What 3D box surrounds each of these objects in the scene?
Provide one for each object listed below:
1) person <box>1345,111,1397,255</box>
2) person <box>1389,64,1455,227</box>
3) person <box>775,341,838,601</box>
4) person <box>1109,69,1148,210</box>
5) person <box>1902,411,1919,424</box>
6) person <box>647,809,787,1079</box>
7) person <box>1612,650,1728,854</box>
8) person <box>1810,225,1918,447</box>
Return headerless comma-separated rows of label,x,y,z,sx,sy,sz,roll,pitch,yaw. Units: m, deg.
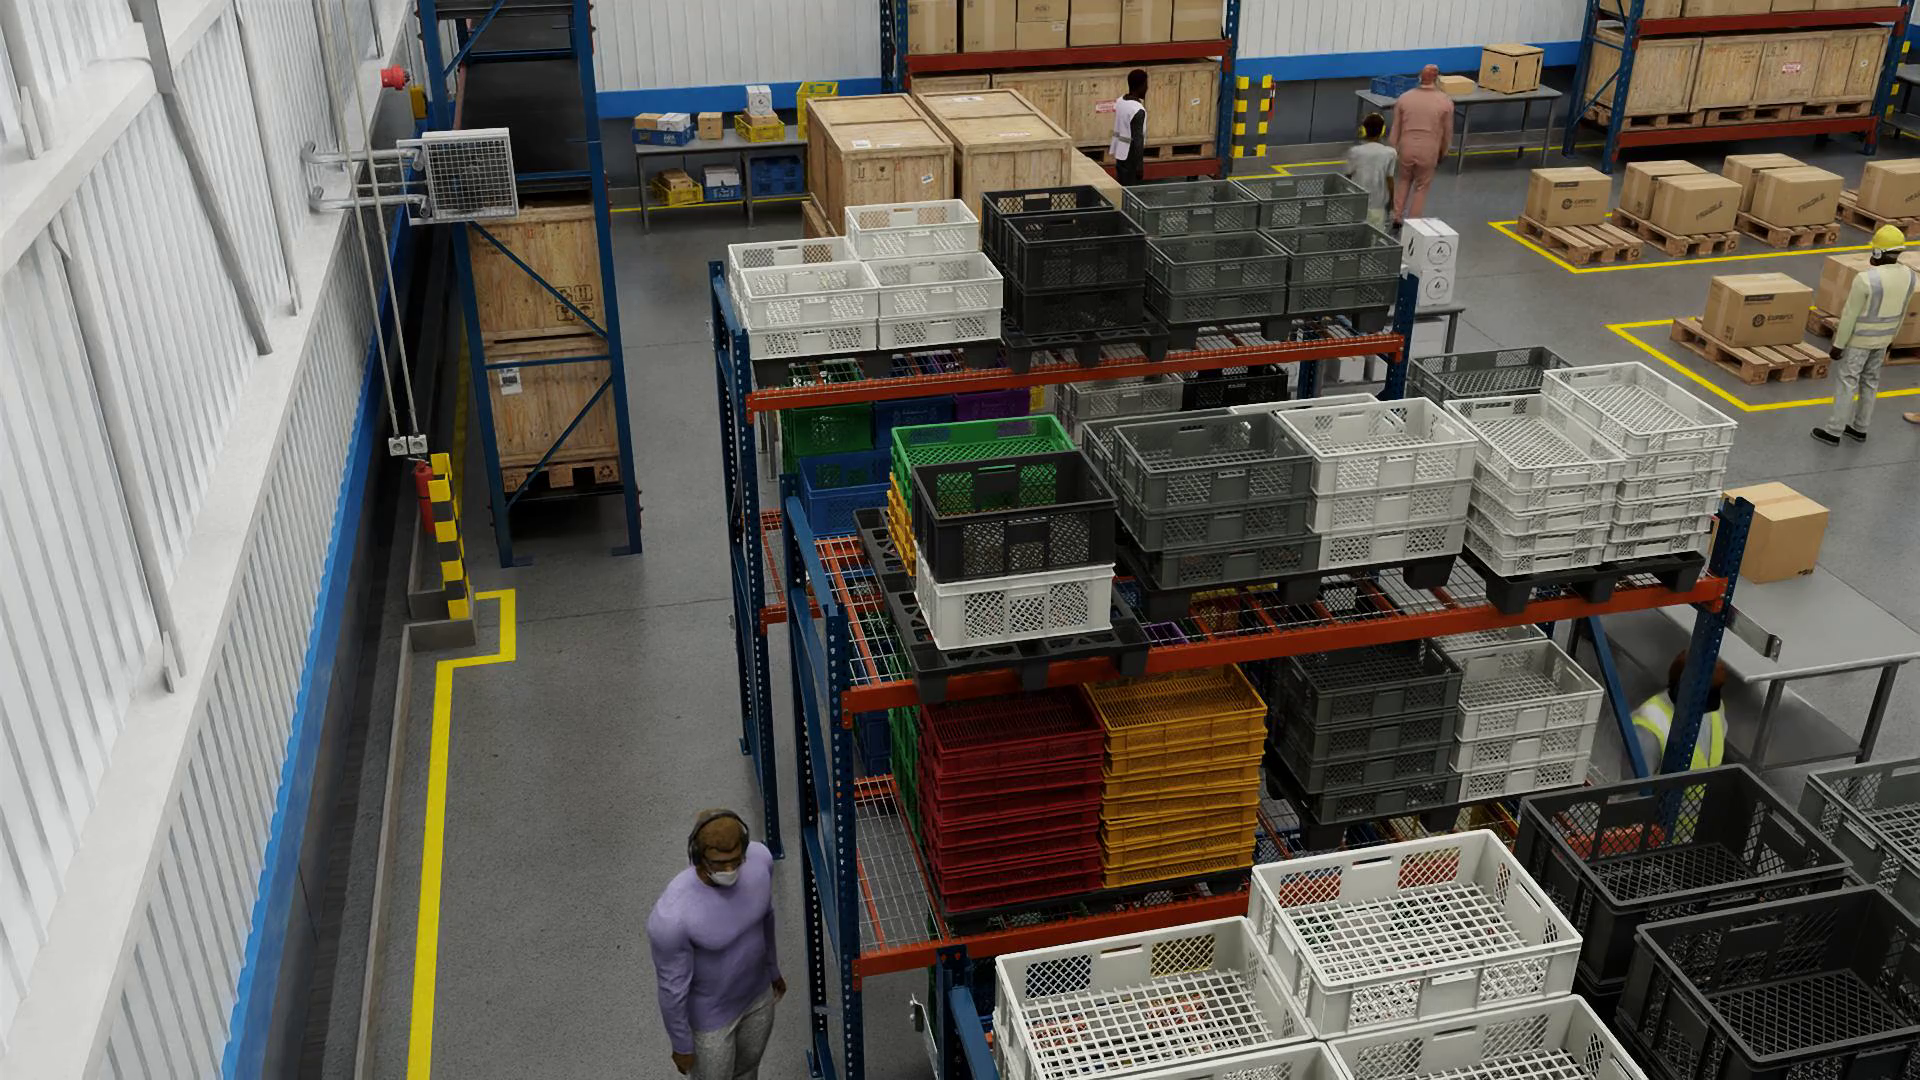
person,4.111,-3.363,16.720,0.538,1.846,0.445,11,30,20
person,5.140,-4.349,18.563,0.644,1.878,0.661,14,31,25
person,-1.018,-0.515,11.277,0.355,1.884,0.575,13,30,23
person,1.846,-4.175,18.197,0.385,1.911,0.593,-8,29,-15
person,8.274,-1.762,13.839,0.530,1.696,0.322,-12,30,-22
person,-0.944,1.865,6.706,0.350,1.935,0.635,19,33,31
person,3.306,1.321,7.840,0.631,1.842,0.429,-18,33,-31
person,7.345,-1.648,13.496,0.599,1.825,0.403,-10,29,-18
